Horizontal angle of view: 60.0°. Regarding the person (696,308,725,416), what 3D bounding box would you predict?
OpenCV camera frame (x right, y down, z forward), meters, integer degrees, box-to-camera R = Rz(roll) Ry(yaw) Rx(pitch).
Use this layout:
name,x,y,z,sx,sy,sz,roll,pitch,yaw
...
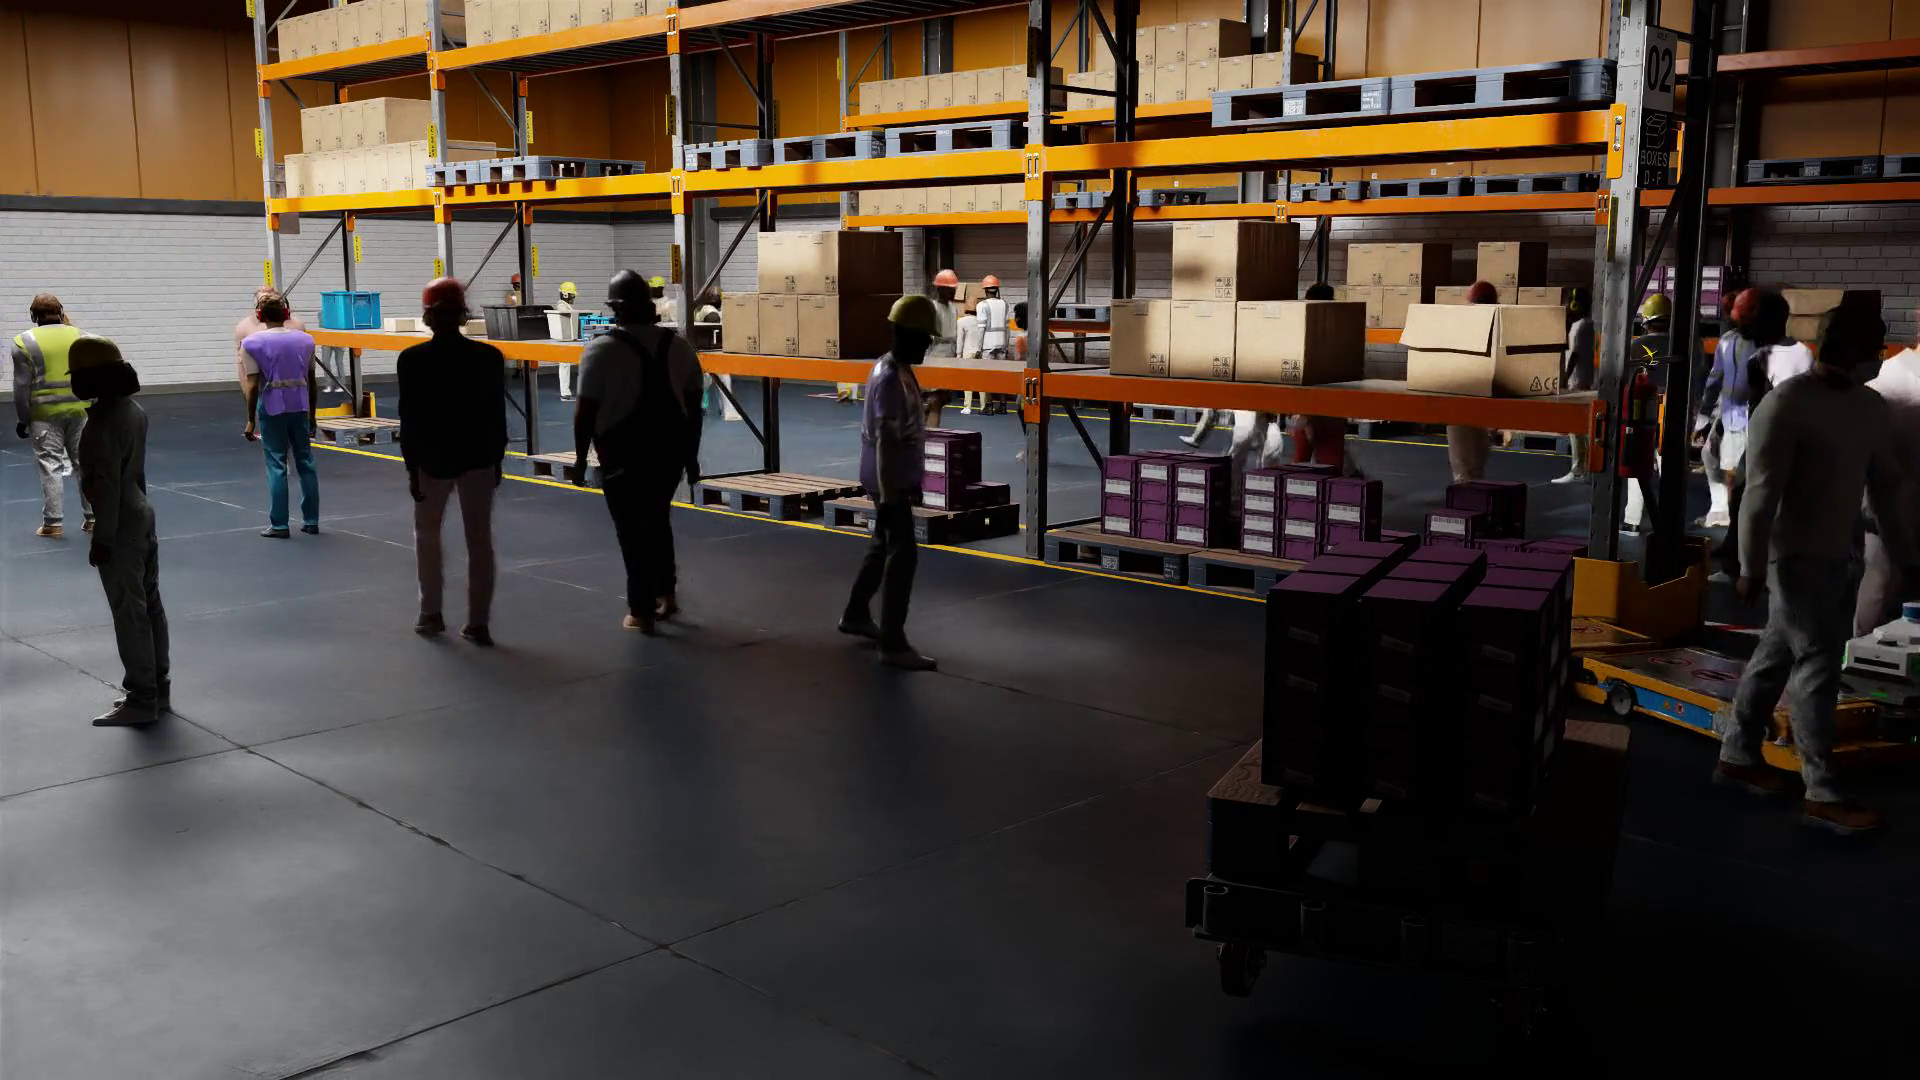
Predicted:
name,x,y,z,sx,sy,sz,roll,pitch,yaw
person,-3.386,-2.593,22.976,0.523,1.760,0.327,-4,10,-25

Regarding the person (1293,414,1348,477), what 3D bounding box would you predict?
name,x,y,z,sx,sy,sz,roll,pitch,yaw
person,2.685,-0.838,12.431,0.512,1.729,0.864,-3,10,-16

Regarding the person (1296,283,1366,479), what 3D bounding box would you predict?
name,x,y,z,sx,sy,sz,roll,pitch,yaw
person,3.297,-1.378,15.100,0.959,1.908,0.640,8,12,39

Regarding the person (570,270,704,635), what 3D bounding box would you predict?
name,x,y,z,sx,sy,sz,roll,pitch,yaw
person,-1.829,-0.509,9.332,0.698,2.000,0.635,-8,12,-40

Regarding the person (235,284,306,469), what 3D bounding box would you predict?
name,x,y,z,sx,sy,sz,roll,pitch,yaw
person,-6.558,-1.501,15.913,0.635,1.883,0.849,-6,11,-33

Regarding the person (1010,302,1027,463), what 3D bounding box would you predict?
name,x,y,z,sx,sy,sz,roll,pitch,yaw
person,0.671,-1.617,17.213,0.557,1.670,0.546,4,10,24

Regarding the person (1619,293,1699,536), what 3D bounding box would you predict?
name,x,y,z,sx,sy,sz,roll,pitch,yaw
person,5.242,-0.937,12.582,0.588,1.837,0.403,0,9,3

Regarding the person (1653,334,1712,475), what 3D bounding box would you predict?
name,x,y,z,sx,sy,sz,roll,pitch,yaw
person,7.136,-1.458,16.303,0.733,1.647,0.523,3,10,19

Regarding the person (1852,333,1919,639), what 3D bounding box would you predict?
name,x,y,z,sx,sy,sz,roll,pitch,yaw
person,4.537,-0.183,7.859,0.716,1.875,0.568,-2,9,-11

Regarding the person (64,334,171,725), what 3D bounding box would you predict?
name,x,y,z,sx,sy,sz,roll,pitch,yaw
person,-3.771,-0.044,7.420,0.311,1.735,0.484,-1,9,-8

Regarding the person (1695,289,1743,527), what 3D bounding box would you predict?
name,x,y,z,sx,sy,sz,roll,pitch,yaw
person,5.983,-0.993,12.854,0.660,1.857,0.662,-6,11,-31

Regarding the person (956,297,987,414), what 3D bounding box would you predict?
name,x,y,z,sx,sy,sz,roll,pitch,yaw
person,0.188,-2.576,23.248,0.499,1.634,0.279,-2,10,-14

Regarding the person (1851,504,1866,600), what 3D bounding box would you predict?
name,x,y,z,sx,sy,sz,roll,pitch,yaw
person,4.806,-0.319,9.076,0.559,1.747,0.403,4,10,23

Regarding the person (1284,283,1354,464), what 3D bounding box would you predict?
name,x,y,z,sx,sy,sz,roll,pitch,yaw
person,3.101,-1.211,14.064,0.596,1.919,0.959,-4,10,-21

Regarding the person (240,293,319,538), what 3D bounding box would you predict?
name,x,y,z,sx,sy,sz,roll,pitch,yaw
person,-5.091,-0.927,12.510,0.396,1.839,0.564,8,12,41

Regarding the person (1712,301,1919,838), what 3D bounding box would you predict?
name,x,y,z,sx,sy,sz,roll,pitch,yaw
person,3.169,0.082,6.119,0.659,1.902,0.763,-6,11,-33

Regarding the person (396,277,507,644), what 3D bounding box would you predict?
name,x,y,z,sx,sy,sz,roll,pitch,yaw
person,-2.778,-0.434,9.089,0.613,1.965,0.762,-6,11,-31

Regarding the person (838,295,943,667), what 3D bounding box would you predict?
name,x,y,z,sx,sy,sz,roll,pitch,yaw
person,-0.370,-0.315,8.635,0.572,1.889,0.801,0,9,0

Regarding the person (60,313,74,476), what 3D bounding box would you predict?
name,x,y,z,sx,sy,sz,roll,pitch,yaw
person,-8.711,-1.413,16.169,0.523,1.615,0.487,-3,10,-20

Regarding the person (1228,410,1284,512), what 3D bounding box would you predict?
name,x,y,z,sx,sy,sz,roll,pitch,yaw
person,2.508,-1.134,13.707,0.725,1.858,0.597,2,10,15

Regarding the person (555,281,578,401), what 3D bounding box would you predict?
name,x,y,z,sx,sy,sz,roll,pitch,yaw
person,-6.027,-3.044,25.533,0.403,1.828,0.596,-2,9,-10

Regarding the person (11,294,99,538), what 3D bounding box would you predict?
name,x,y,z,sx,sy,sz,roll,pitch,yaw
person,-6.818,-0.935,12.574,0.430,1.838,0.620,8,12,41

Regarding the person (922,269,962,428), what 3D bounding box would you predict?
name,x,y,z,sx,sy,sz,roll,pitch,yaw
person,-0.281,-2.033,18.761,0.685,2.026,0.607,7,12,37

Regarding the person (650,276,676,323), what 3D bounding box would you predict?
name,x,y,z,sx,sy,sz,roll,pitch,yaw
person,-4.899,-3.369,27.250,0.607,1.913,0.535,3,10,20

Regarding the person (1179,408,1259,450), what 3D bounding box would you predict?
name,x,y,z,sx,sy,sz,roll,pitch,yaw
person,2.924,-1.783,18.489,0.907,1.592,0.542,4,10,26

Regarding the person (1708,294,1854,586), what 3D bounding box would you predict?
name,x,y,z,sx,sy,sz,roll,pitch,yaw
person,5.098,-0.578,10.299,0.585,1.872,0.907,-5,11,-28

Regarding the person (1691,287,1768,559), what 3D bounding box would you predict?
name,x,y,z,sx,sy,sz,roll,pitch,yaw
person,5.358,-0.777,11.420,0.472,1.895,0.648,-3,10,-20

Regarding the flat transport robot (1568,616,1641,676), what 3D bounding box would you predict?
name,x,y,z,sx,sy,sz,roll,pitch,yaw
flat transport robot,2.763,0.557,8.207,1.431,0.197,0.652,-3,10,-15

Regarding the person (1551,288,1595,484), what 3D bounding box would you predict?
name,x,y,z,sx,sy,sz,roll,pitch,yaw
person,5.725,-1.426,15.570,0.412,1.847,0.493,3,10,19

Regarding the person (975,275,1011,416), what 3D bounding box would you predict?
name,x,y,z,sx,sy,sz,roll,pitch,yaw
person,0.435,-2.683,22.988,0.547,1.934,0.376,-6,11,-34

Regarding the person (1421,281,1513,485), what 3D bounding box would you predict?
name,x,y,z,sx,sy,sz,roll,pitch,yaw
person,3.696,-0.877,11.926,0.616,1.953,1.014,-1,9,-6

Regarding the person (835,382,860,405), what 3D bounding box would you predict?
name,x,y,z,sx,sy,sz,roll,pitch,yaw
person,-1.676,-2.962,24.737,0.655,1.918,0.501,-5,11,-30

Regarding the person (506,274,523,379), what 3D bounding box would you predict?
name,x,y,z,sx,sy,sz,roll,pitch,yaw
person,-8.143,-3.952,30.767,0.552,1.932,0.377,-9,13,-43

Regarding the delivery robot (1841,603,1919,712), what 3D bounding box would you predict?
name,x,y,z,sx,sy,sz,roll,pitch,yaw
delivery robot,4.171,0.519,7.289,0.707,0.478,0.477,-7,12,-38

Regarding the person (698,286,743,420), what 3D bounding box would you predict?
name,x,y,z,sx,sy,sz,roll,pitch,yaw
person,-3.359,-2.467,22.100,0.930,1.805,0.630,-2,9,-11

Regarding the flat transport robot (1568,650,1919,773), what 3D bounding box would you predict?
name,x,y,z,sx,sy,sz,roll,pitch,yaw
flat transport robot,3.385,0.706,7.297,0.652,0.197,1.431,-3,10,-19

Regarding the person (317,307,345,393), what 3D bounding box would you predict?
name,x,y,z,sx,sy,sz,roll,pitch,yaw
person,-10.206,-3.175,27.053,0.513,1.575,0.792,0,9,3
